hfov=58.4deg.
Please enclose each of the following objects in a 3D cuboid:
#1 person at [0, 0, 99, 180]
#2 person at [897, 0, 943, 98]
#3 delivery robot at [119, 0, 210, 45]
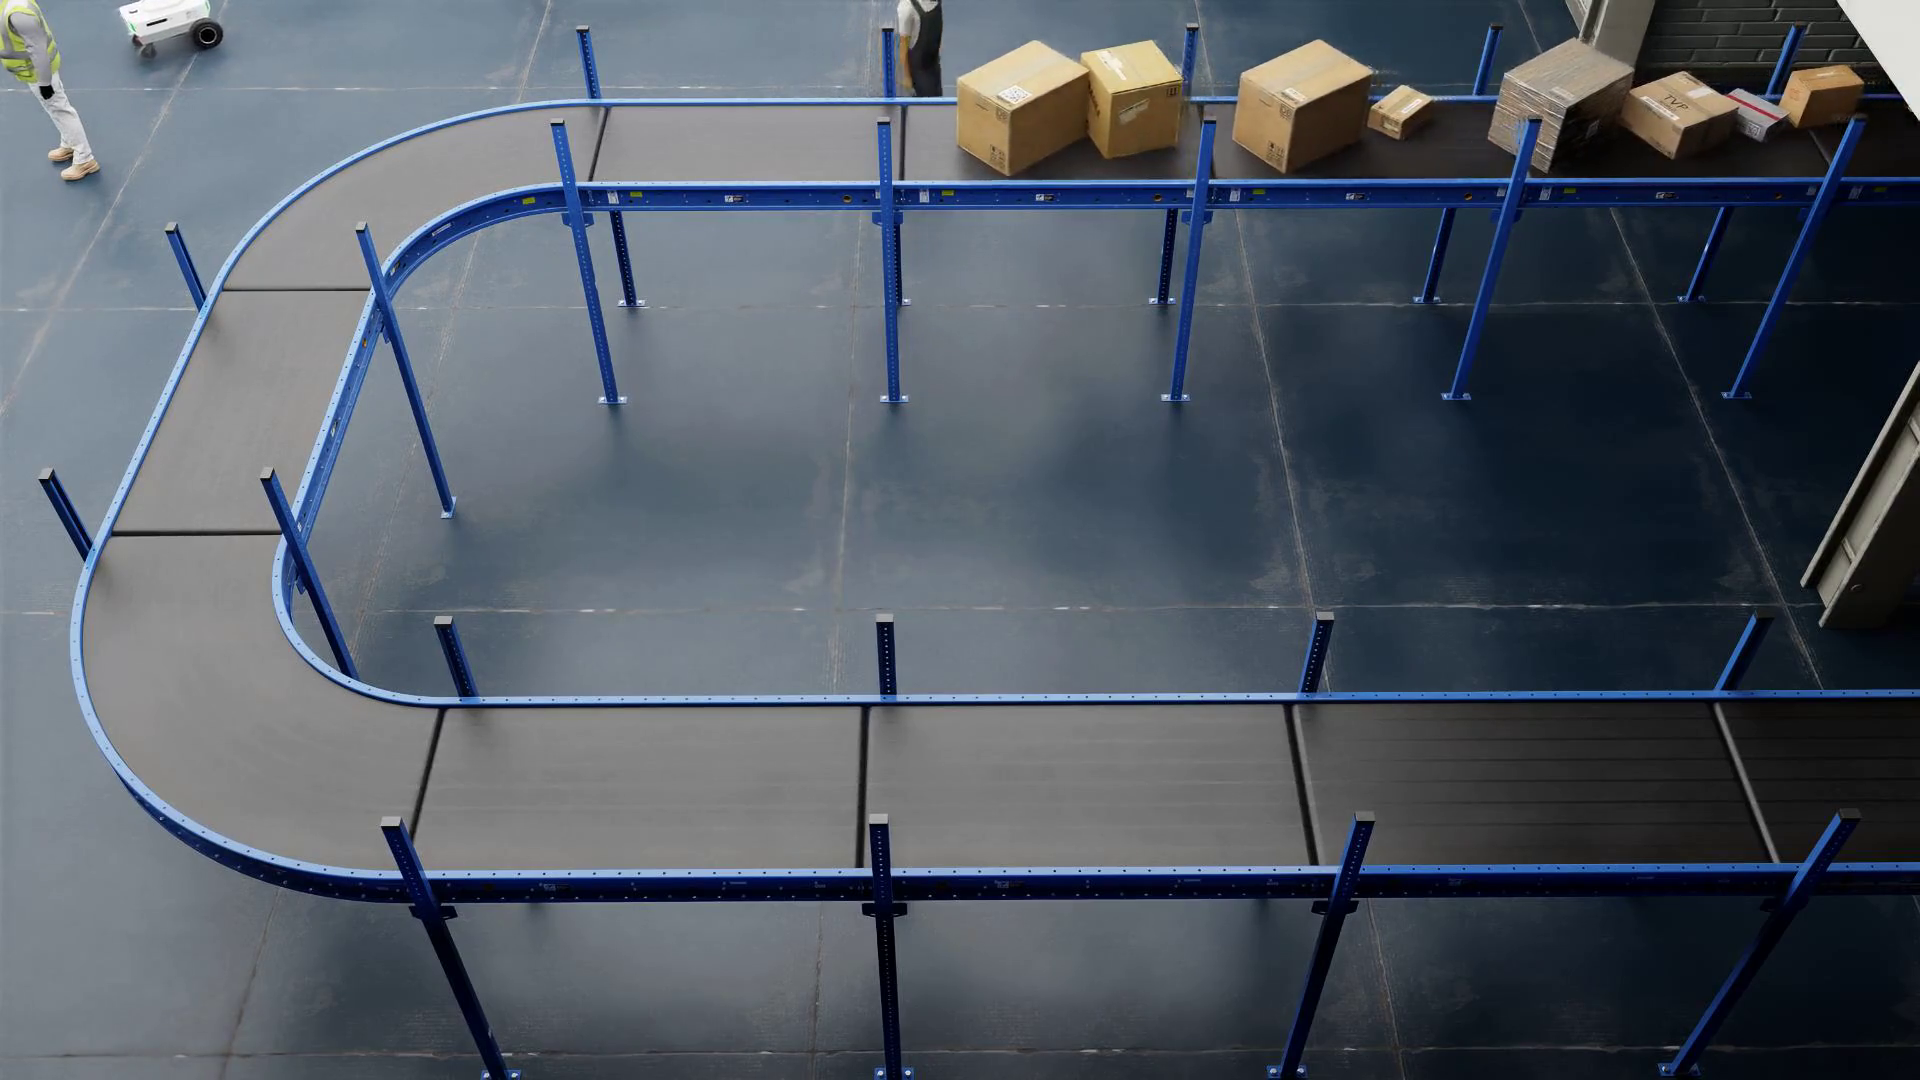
[{"bbox_3d":[-7.272,-3.718,13.486,0.429,1.846,0.633,-27,53,-23],"label":"person"},{"bbox_3d":[-0.365,-3.829,13.609,0.634,1.828,0.502,24,51,21],"label":"person"},{"bbox_3d":[-7.021,-4.660,15.200,0.707,0.478,0.477,-26,52,-22],"label":"delivery robot"}]
